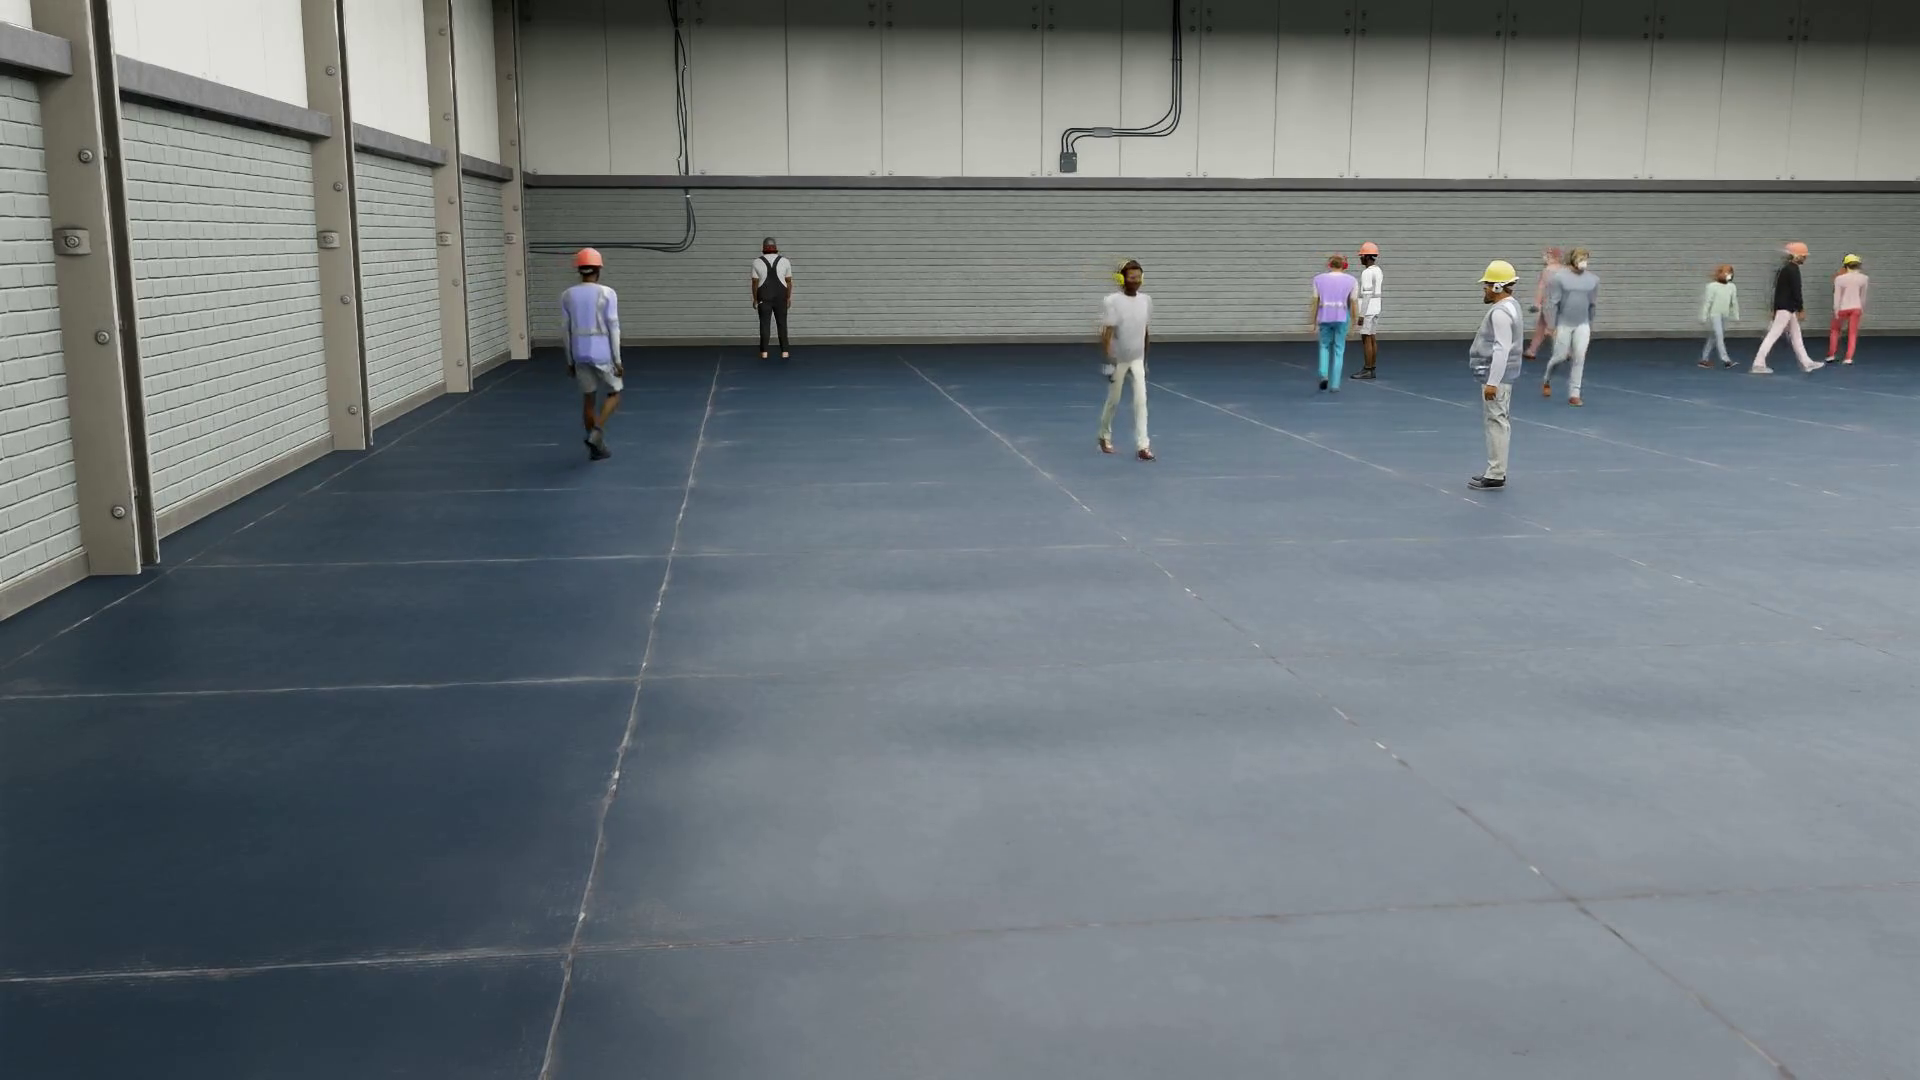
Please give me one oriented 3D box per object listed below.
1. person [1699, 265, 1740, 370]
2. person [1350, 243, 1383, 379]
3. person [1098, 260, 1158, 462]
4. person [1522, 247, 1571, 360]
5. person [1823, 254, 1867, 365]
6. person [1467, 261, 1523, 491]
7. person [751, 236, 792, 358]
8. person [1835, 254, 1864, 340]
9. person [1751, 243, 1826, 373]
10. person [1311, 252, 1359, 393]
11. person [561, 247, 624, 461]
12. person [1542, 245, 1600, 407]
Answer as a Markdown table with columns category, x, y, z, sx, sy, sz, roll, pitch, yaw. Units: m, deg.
| category | x | y | z | sx | sy | sz | roll | pitch | yaw |
| --- | --- | --- | --- | --- | --- | --- | --- | --- | --- |
| person | 11.703 | -3.415 | 25.522 | 0.516 | 1.577 | 0.868 | -3 | 11 | -18 |
| person | 5.804 | -3.257 | 23.712 | 0.355 | 1.939 | 0.544 | 6 | 12 | 30 |
| person | 1.520 | -1.657 | 15.295 | 0.537 | 1.823 | 0.989 | -4 | 11 | -20 |
| person | 9.703 | -3.875 | 27.344 | 0.974 | 1.864 | 0.641 | 7 | 12 | 34 |
| person | 14.162 | -3.684 | 26.599 | 0.533 | 1.742 | 0.737 | 1 | 10 | 6 |
| person | 4.289 | -1.313 | 13.340 | 0.404 | 1.830 | 0.602 | 5 | 11 | 24 |
| person | -3.170 | -4.084 | 27.962 | 0.673 | 2.000 | 0.535 | -2 | 11 | -11 |
| person | 17.476 | -4.780 | 32.723 | 0.529 | 1.695 | 0.321 | 8 | 13 | 37 |
| person | 12.323 | -3.426 | 24.652 | 1.048 | 1.927 | 0.609 | 3 | 11 | 16 |
| person | 4.879 | -2.830 | 21.662 | 0.601 | 1.828 | 0.457 | 4 | 11 | 20 |
| person | -3.305 | -1.660 | 14.974 | 0.576 | 1.926 | 0.449 | 3 | 11 | 16 |
| person | 7.351 | -2.580 | 20.043 | 0.641 | 1.922 | 0.692 | 0 | 10 | -3 |
